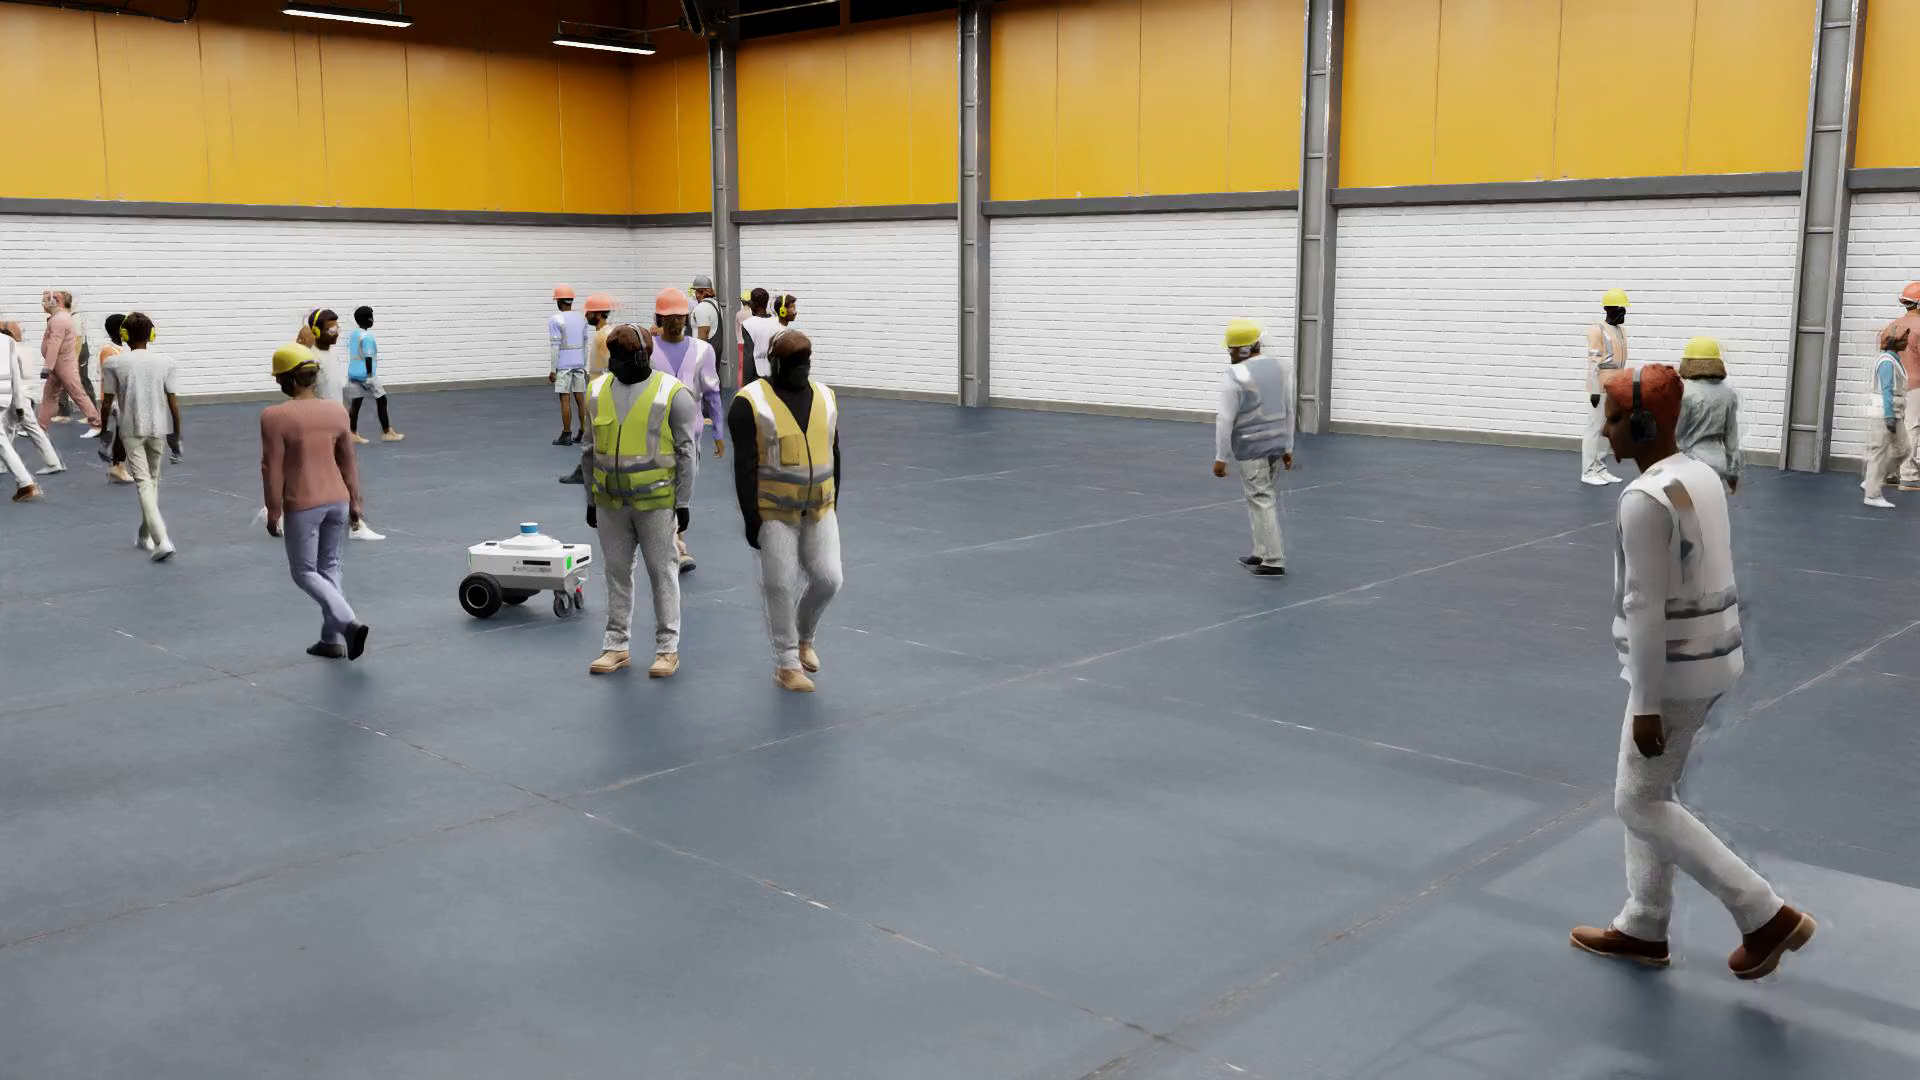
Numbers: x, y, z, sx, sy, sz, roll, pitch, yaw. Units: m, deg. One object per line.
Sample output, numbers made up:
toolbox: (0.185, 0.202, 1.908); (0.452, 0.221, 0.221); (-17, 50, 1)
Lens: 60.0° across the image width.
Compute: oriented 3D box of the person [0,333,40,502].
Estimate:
person: (-8.825, -1.259, 15.164); (0.963, 1.841, 0.587); (2, 10, 14)

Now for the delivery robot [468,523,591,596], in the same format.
delivery robot: (-2.639, 0.137, 10.228); (0.707, 0.478, 0.477); (2, 9, 12)

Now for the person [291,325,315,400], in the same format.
person: (-5.654, -1.071, 14.623); (0.267, 1.632, 0.507); (6, 11, 34)

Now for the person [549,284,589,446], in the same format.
person: (-4.720, -2.104, 20.020); (0.352, 1.940, 0.545); (7, 12, 38)

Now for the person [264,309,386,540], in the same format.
person: (-5.023, -0.896, 12.992); (0.938, 1.830, 0.525); (1, 9, 4)

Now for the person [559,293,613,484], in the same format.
person: (-3.442, -1.494, 16.446); (0.996, 1.897, 0.555); (-1, 9, -6)

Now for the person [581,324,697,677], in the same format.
person: (-1.686, -0.202, 8.670); (0.625, 1.840, 0.430); (3, 10, 15)

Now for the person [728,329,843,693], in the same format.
person: (-0.848, -0.144, 8.359); (0.621, 1.828, 0.433); (-6, 11, -33)

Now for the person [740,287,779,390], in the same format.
person: (-2.135, -1.773, 18.055); (0.391, 1.920, 0.593); (8, 12, 39)

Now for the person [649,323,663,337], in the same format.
person: (-2.766, -1.200, 15.412); (0.264, 1.632, 0.508); (2, 9, 10)

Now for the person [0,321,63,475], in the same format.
person: (-9.690, -1.449, 17.051); (0.857, 1.589, 0.534); (-2, 10, -13)

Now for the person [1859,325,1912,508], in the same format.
person: (8.240, -1.087, 14.732); (0.376, 1.623, 0.526); (8, 12, 40)

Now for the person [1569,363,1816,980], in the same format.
person: (2.158, 0.413, 4.873); (0.630, 1.860, 0.583); (8, 12, 40)

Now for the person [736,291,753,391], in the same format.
person: (-3.436, -3.159, 27.022); (0.316, 1.769, 0.523); (-9, 13, -42)

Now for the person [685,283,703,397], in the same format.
person: (-4.278, -3.297, 27.561); (0.629, 1.885, 0.361); (3, 10, 16)

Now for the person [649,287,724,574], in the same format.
person: (-1.997, -0.782, 11.773); (0.629, 1.986, 1.040); (-4, 10, -21)

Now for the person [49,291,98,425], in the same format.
person: (-12.055, -2.444, 22.484); (0.526, 1.809, 0.787); (7, 11, 35)

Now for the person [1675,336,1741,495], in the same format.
person: (4.690, -0.443, 10.594); (0.498, 1.697, 0.886); (-4, 10, -26)

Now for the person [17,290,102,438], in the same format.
person: (-11.218, -2.176, 20.726); (0.993, 1.859, 0.652); (-5, 11, -28)

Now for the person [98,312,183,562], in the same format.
person: (-6.003, -0.757, 12.211); (0.538, 1.812, 1.014); (-8, 12, -40)

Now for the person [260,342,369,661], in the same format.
person: (-3.388, -0.181, 8.838); (0.638, 1.735, 0.541); (6, 11, 34)

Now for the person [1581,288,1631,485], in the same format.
person: (6.385, -1.508, 16.404); (0.585, 1.929, 0.377); (-8, 12, -42)

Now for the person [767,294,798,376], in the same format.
person: (-1.808, -1.596, 17.159); (0.391, 1.858, 0.502); (0, 9, -2)

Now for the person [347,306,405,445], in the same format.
person: (-7.110, -1.988, 20.146); (0.538, 1.670, 0.739); (9, 13, 43)

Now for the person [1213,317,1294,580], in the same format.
person: (2.004, -0.625, 11.401); (0.624, 1.792, 0.570); (-8, 12, -41)

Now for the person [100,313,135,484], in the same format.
person: (-8.209, -1.375, 16.311); (0.402, 1.680, 0.548); (-2, 9, -12)

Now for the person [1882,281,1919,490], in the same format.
person: (9.136, -1.477, 15.998); (0.376, 1.997, 0.612); (-2, 9, -9)

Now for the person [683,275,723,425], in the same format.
person: (-3.512, -2.594, 22.717); (0.536, 2.000, 0.682); (2, 9, 10)
